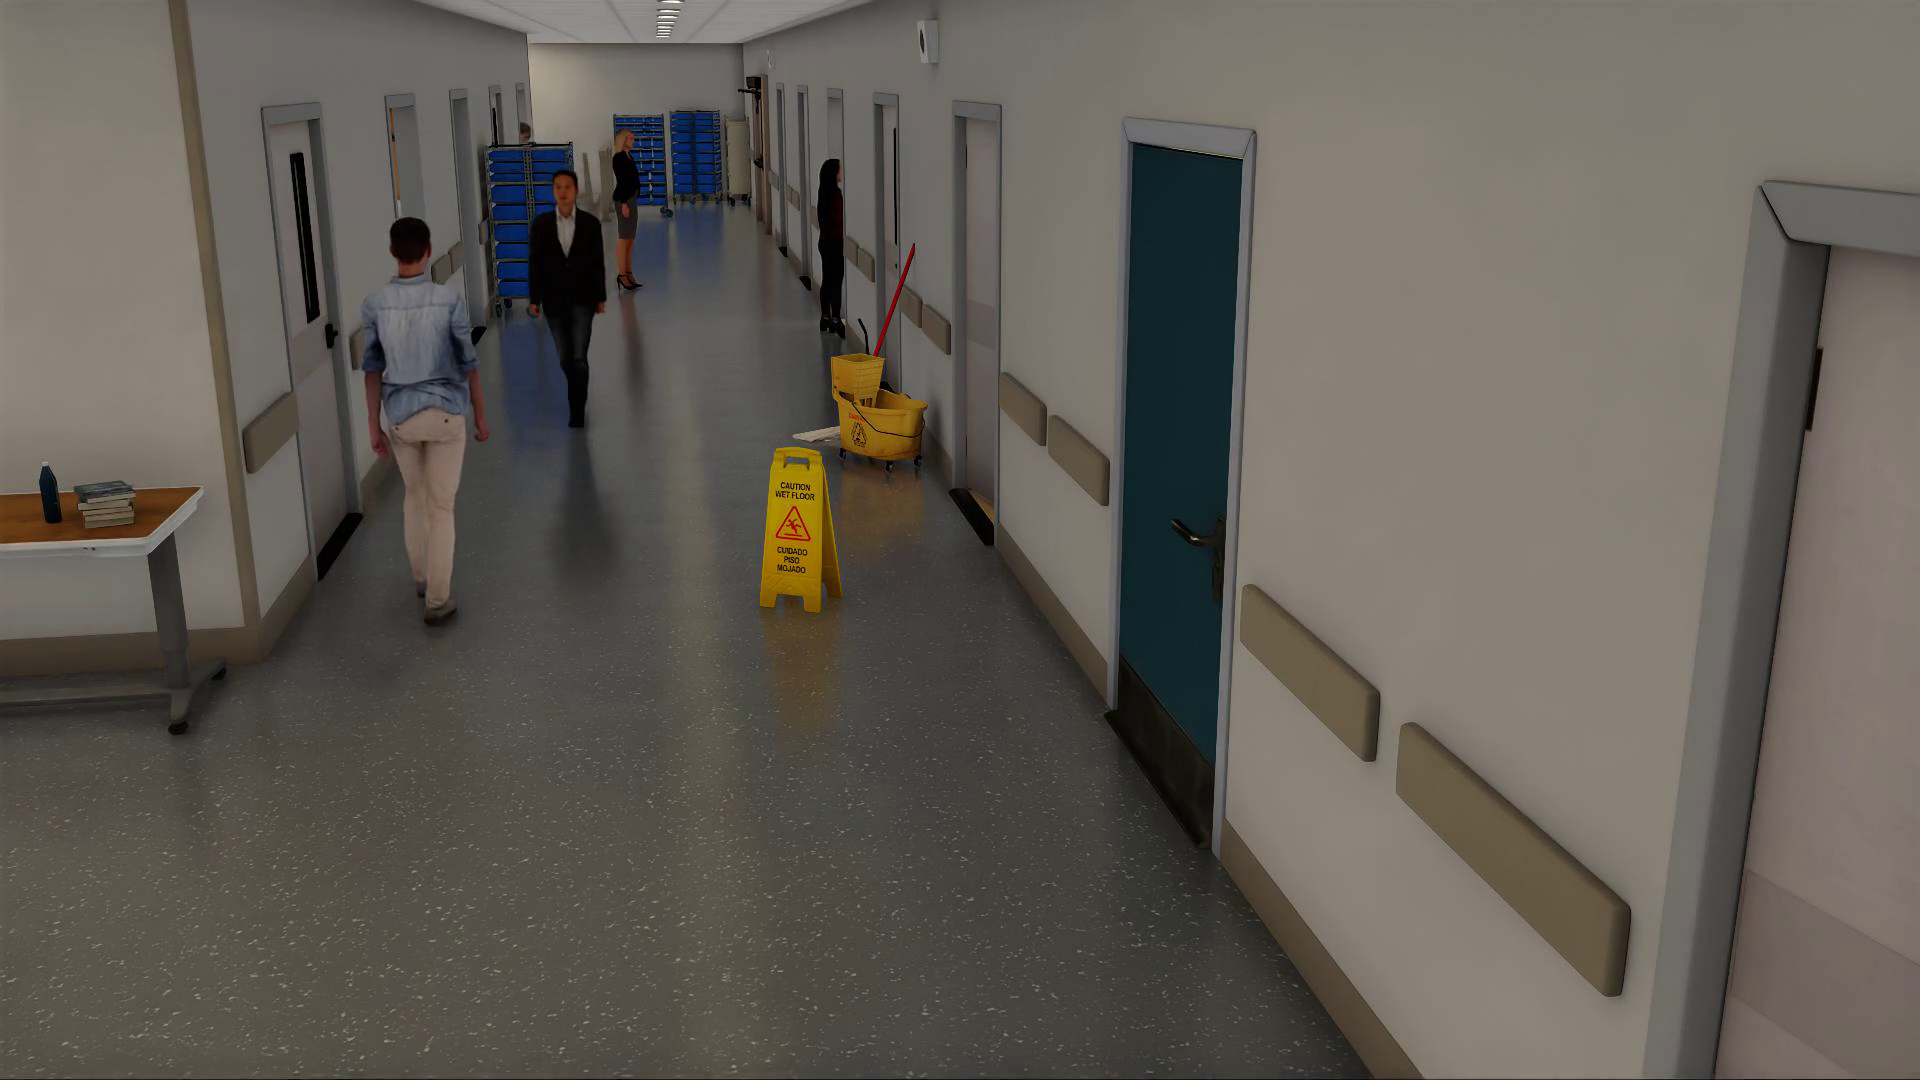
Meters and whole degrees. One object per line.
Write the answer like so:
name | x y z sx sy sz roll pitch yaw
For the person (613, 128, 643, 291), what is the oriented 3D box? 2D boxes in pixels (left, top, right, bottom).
person | -3.888 -3.843 19.320 0.713 1.843 0.565 1 16 5

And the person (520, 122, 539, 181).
person | -5.695 -4.700 22.445 1.047 1.797 1.112 6 17 20

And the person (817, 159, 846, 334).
person | -1.244 -2.858 16.173 0.719 1.657 0.586 -11 19 -33

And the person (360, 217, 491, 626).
person | -2.445 -0.513 7.535 0.749 1.830 0.877 1 16 2

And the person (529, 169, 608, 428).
person | -2.822 -1.740 12.005 0.730 1.765 1.169 -2 16 -6
